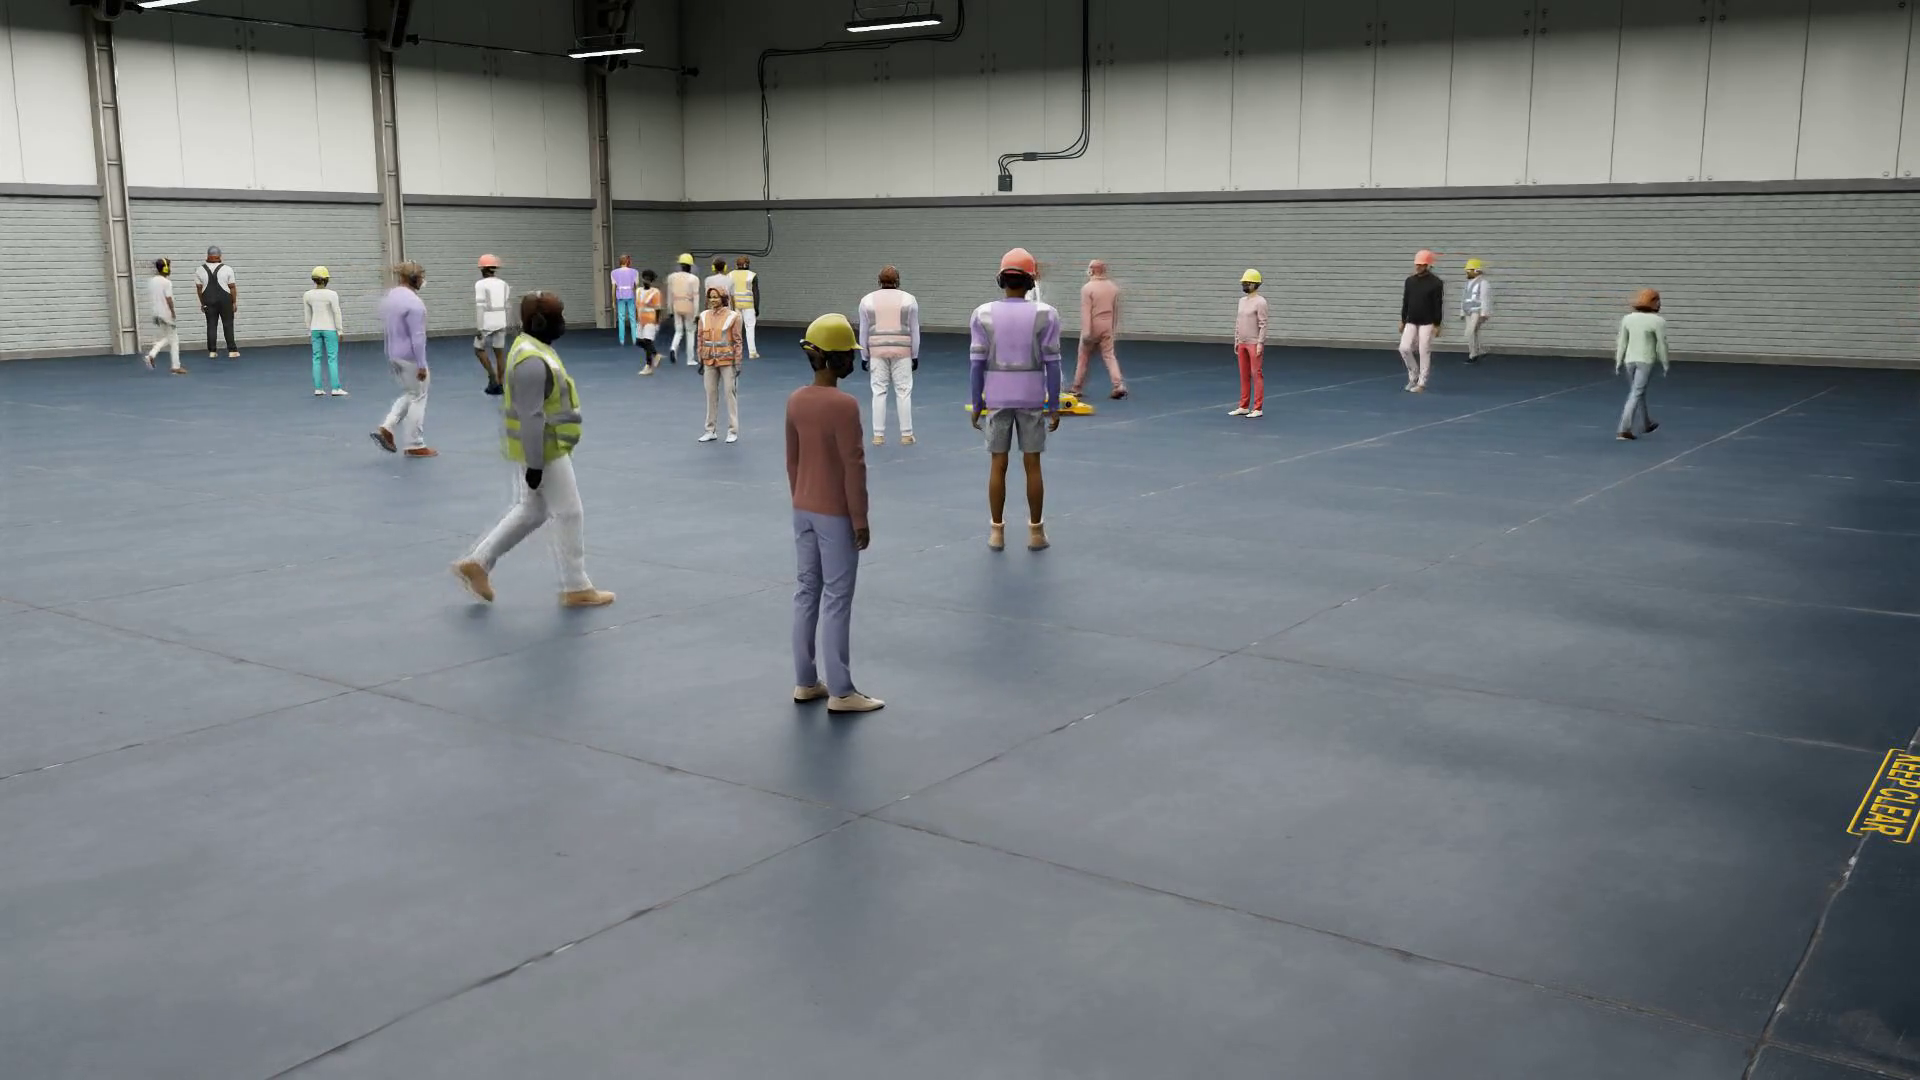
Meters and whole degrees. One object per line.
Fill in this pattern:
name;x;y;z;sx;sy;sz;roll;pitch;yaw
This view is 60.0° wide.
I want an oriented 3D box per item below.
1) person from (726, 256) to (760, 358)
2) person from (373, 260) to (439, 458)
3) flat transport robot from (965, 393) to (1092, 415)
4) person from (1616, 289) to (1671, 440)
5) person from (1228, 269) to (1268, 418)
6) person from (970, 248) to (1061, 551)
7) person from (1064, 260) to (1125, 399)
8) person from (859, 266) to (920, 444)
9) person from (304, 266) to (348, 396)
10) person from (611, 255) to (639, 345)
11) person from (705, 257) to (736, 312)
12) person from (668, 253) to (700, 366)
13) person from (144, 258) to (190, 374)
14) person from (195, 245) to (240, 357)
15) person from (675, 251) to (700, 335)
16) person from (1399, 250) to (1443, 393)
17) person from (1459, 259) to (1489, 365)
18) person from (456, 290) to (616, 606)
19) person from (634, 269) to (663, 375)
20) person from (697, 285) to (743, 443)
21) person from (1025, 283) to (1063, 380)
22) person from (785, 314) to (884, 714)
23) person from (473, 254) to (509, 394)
person;-3.921;-4.202;30.104;0.624;1.838;0.430;2;10;13
person;-5.326;-1.725;15.998;0.504;1.917;0.644;-9;14;-42
flat transport robot;0.824;-1.658;20.234;1.431;0.197;0.652;-2;10;-12
person;7.308;-1.867;17.713;0.851;1.588;0.521;-6;12;-30
person;3.467;-2.351;19.921;0.309;1.772;0.525;-5;11;-28
person;0.377;-0.942;11.259;0.615;2.040;0.391;1;10;6
person;1.849;-2.822;22.307;0.664;1.862;0.986;-8;13;-38
person;-0.723;-1.903;17.209;0.621;1.845;0.430;1;10;4
person;-8.671;-2.847;22.701;0.525;1.772;0.307;2;10;9
person;-6.801;-4.874;33.854;0.563;1.838;0.390;-2;10;-10
person;-3.900;-3.666;27.061;0.535;1.841;0.506;-2;10;-12
person;-4.683;-3.888;28.141;0.602;1.907;0.593;3;11;17
person;-12.648;-3.545;26.383;0.546;1.852;0.609;5;11;27
person;-13.557;-4.362;30.420;0.683;2.000;0.537;-1;10;-8
person;-6.174;-5.577;37.601;0.631;1.915;0.884;2;10;12
person;6.370;-3.016;23.051;0.437;1.976;0.653;-9;13;-41
person;8.727;-3.886;28.396;0.562;1.808;0.621;-2;10;-14
person;-2.453;-0.509;9.469;0.821;1.818;0.621;-3;11;-16
person;-4.876;-3.441;26.272;0.544;1.671;0.483;8;13;38
person;-2.512;-1.835;17.387;0.512;1.642;0.312;4;11;20
person;0.981;-2.847;22.443;0.770;1.860;0.585;2;10;10
person;-0.572;-0.115;7.403;0.316;1.769;0.523;-8;13;-38
person;-6.444;-2.950;22.838;0.406;1.922;0.578;7;12;34
